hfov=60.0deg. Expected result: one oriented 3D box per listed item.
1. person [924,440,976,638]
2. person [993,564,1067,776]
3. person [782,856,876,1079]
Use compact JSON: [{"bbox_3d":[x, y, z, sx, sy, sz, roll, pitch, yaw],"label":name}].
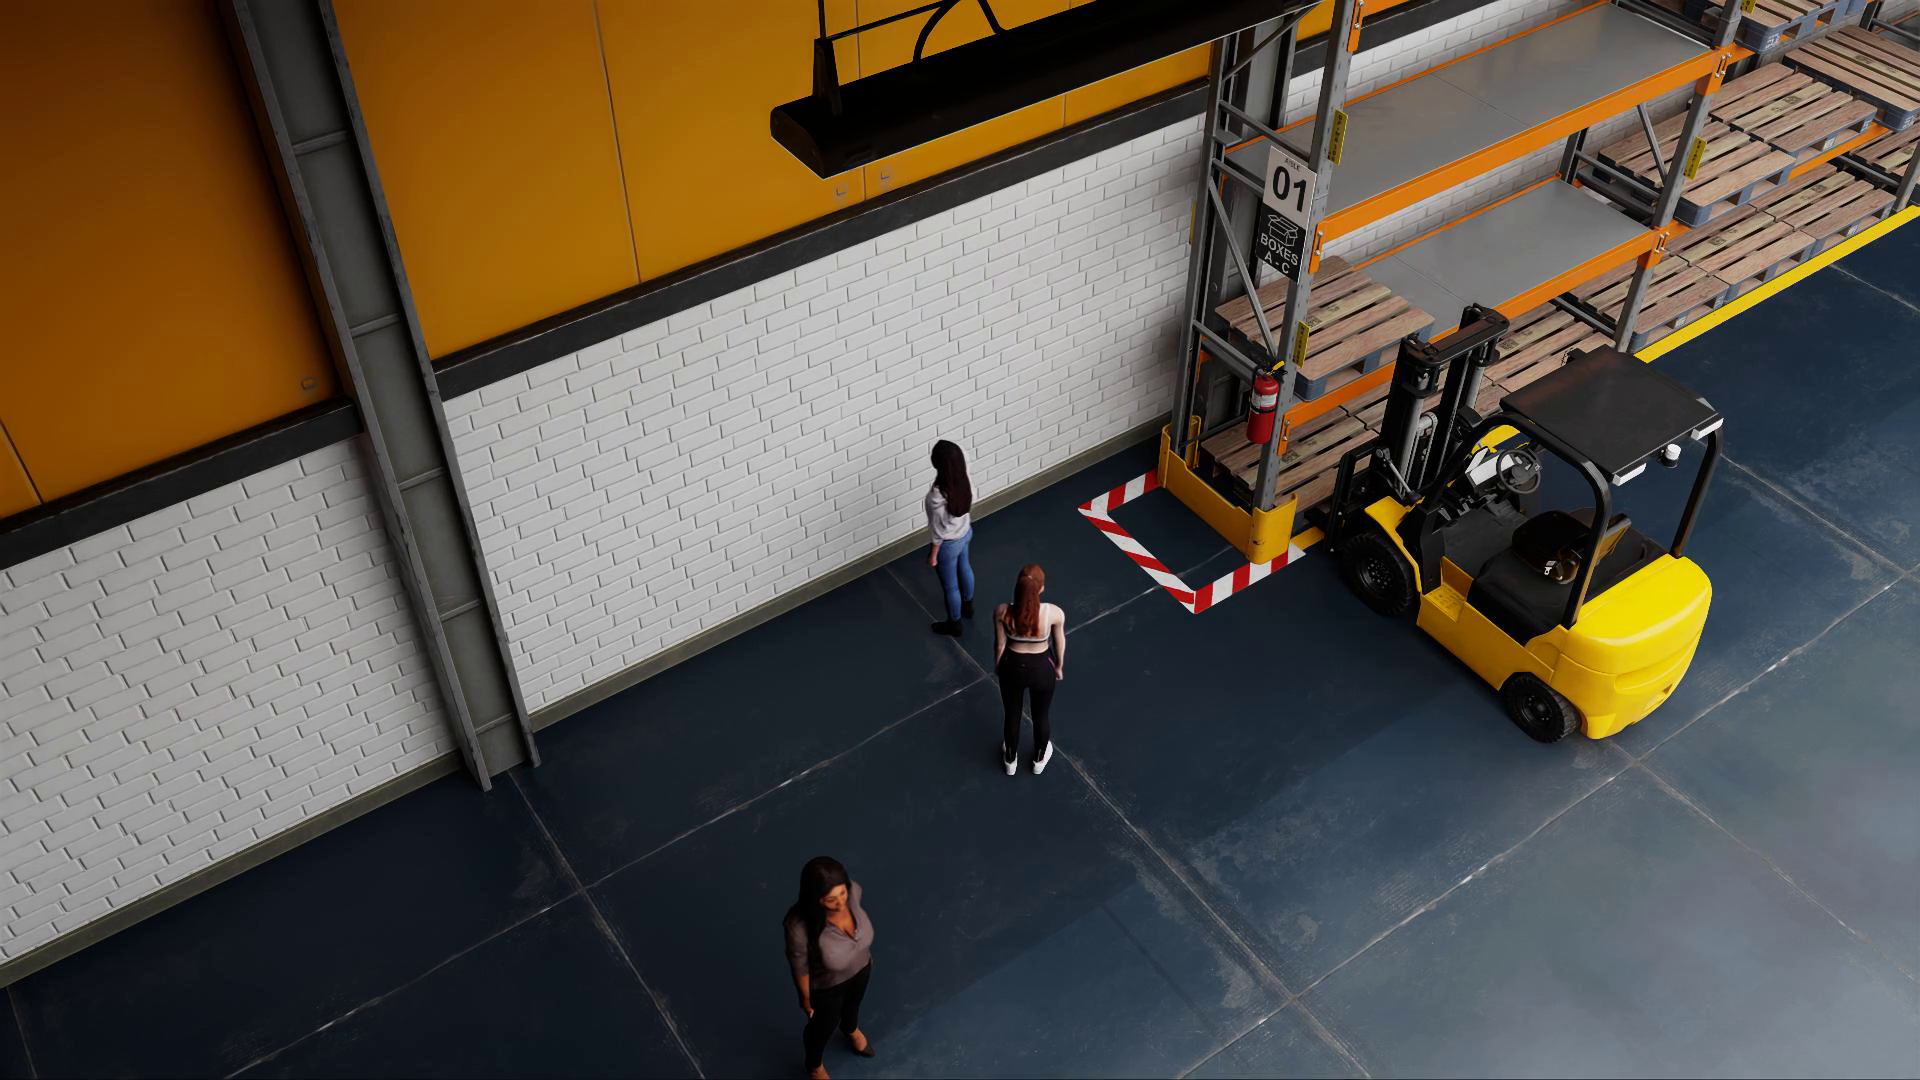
[{"bbox_3d":[-0.052,-0.012,11.051,0.740,1.631,0.611,20,47,19],"label":"person"},{"bbox_3d":[0.411,0.803,10.115,0.651,1.742,0.728,3,44,3],"label":"person"},{"bbox_3d":[-0.665,2.222,8.554,0.762,1.842,0.619,31,51,28],"label":"person"}]
